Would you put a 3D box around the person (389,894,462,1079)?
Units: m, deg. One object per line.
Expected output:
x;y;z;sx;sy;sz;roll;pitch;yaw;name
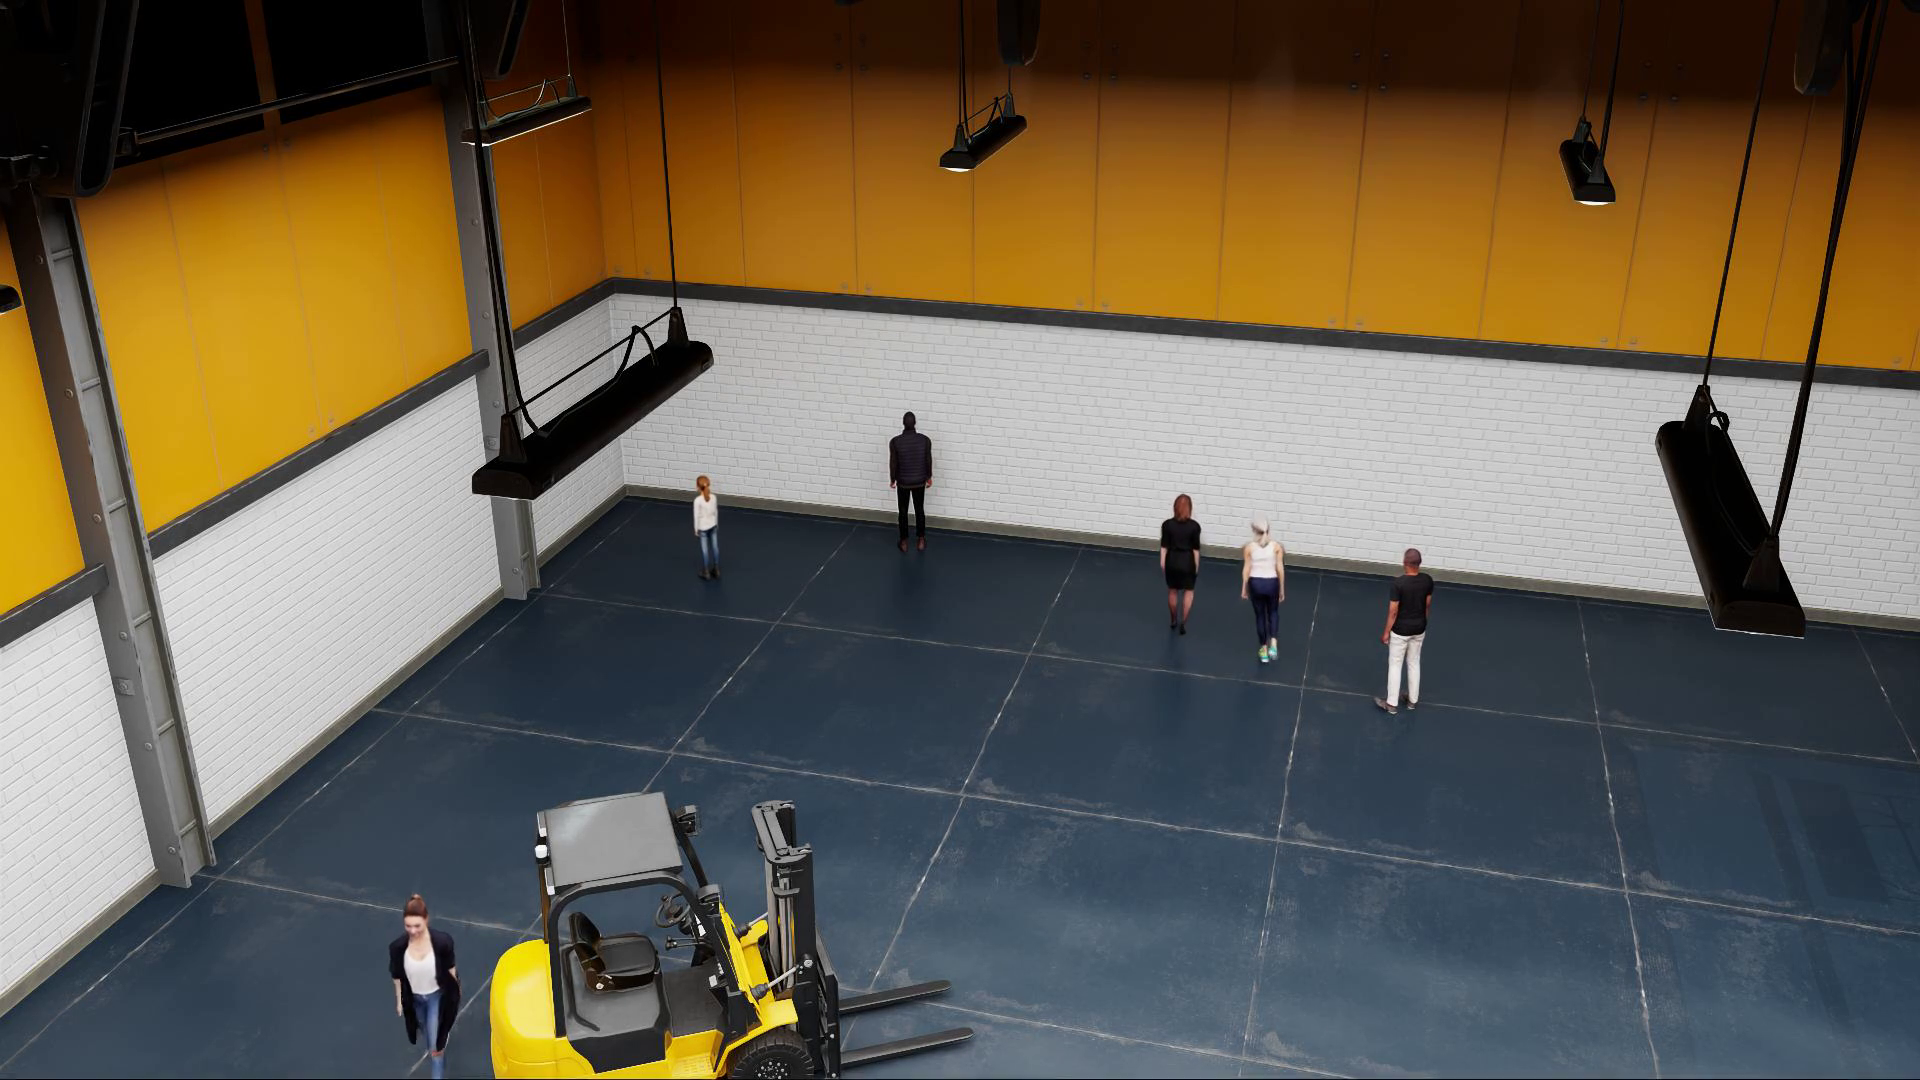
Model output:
-3.802;3.233;11.971;0.870;1.658;1.146;-2;24;-5;person

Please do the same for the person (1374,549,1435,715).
4.586;0.929;17.060;0.763;1.803;0.788;-8;25;-18;person

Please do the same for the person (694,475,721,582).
-3.054;-0.143;20.128;0.534;1.312;0.605;-17;29;-34;person

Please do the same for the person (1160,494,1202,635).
2.459;0.314;18.605;0.633;1.694;0.742;4;24;8;person

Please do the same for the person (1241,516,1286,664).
3.263;0.587;18.006;0.703;1.672;0.773;5;24;11;person

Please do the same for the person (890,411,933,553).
-0.616;-0.742;20.842;0.770;1.836;0.730;-4;24;-8;person
